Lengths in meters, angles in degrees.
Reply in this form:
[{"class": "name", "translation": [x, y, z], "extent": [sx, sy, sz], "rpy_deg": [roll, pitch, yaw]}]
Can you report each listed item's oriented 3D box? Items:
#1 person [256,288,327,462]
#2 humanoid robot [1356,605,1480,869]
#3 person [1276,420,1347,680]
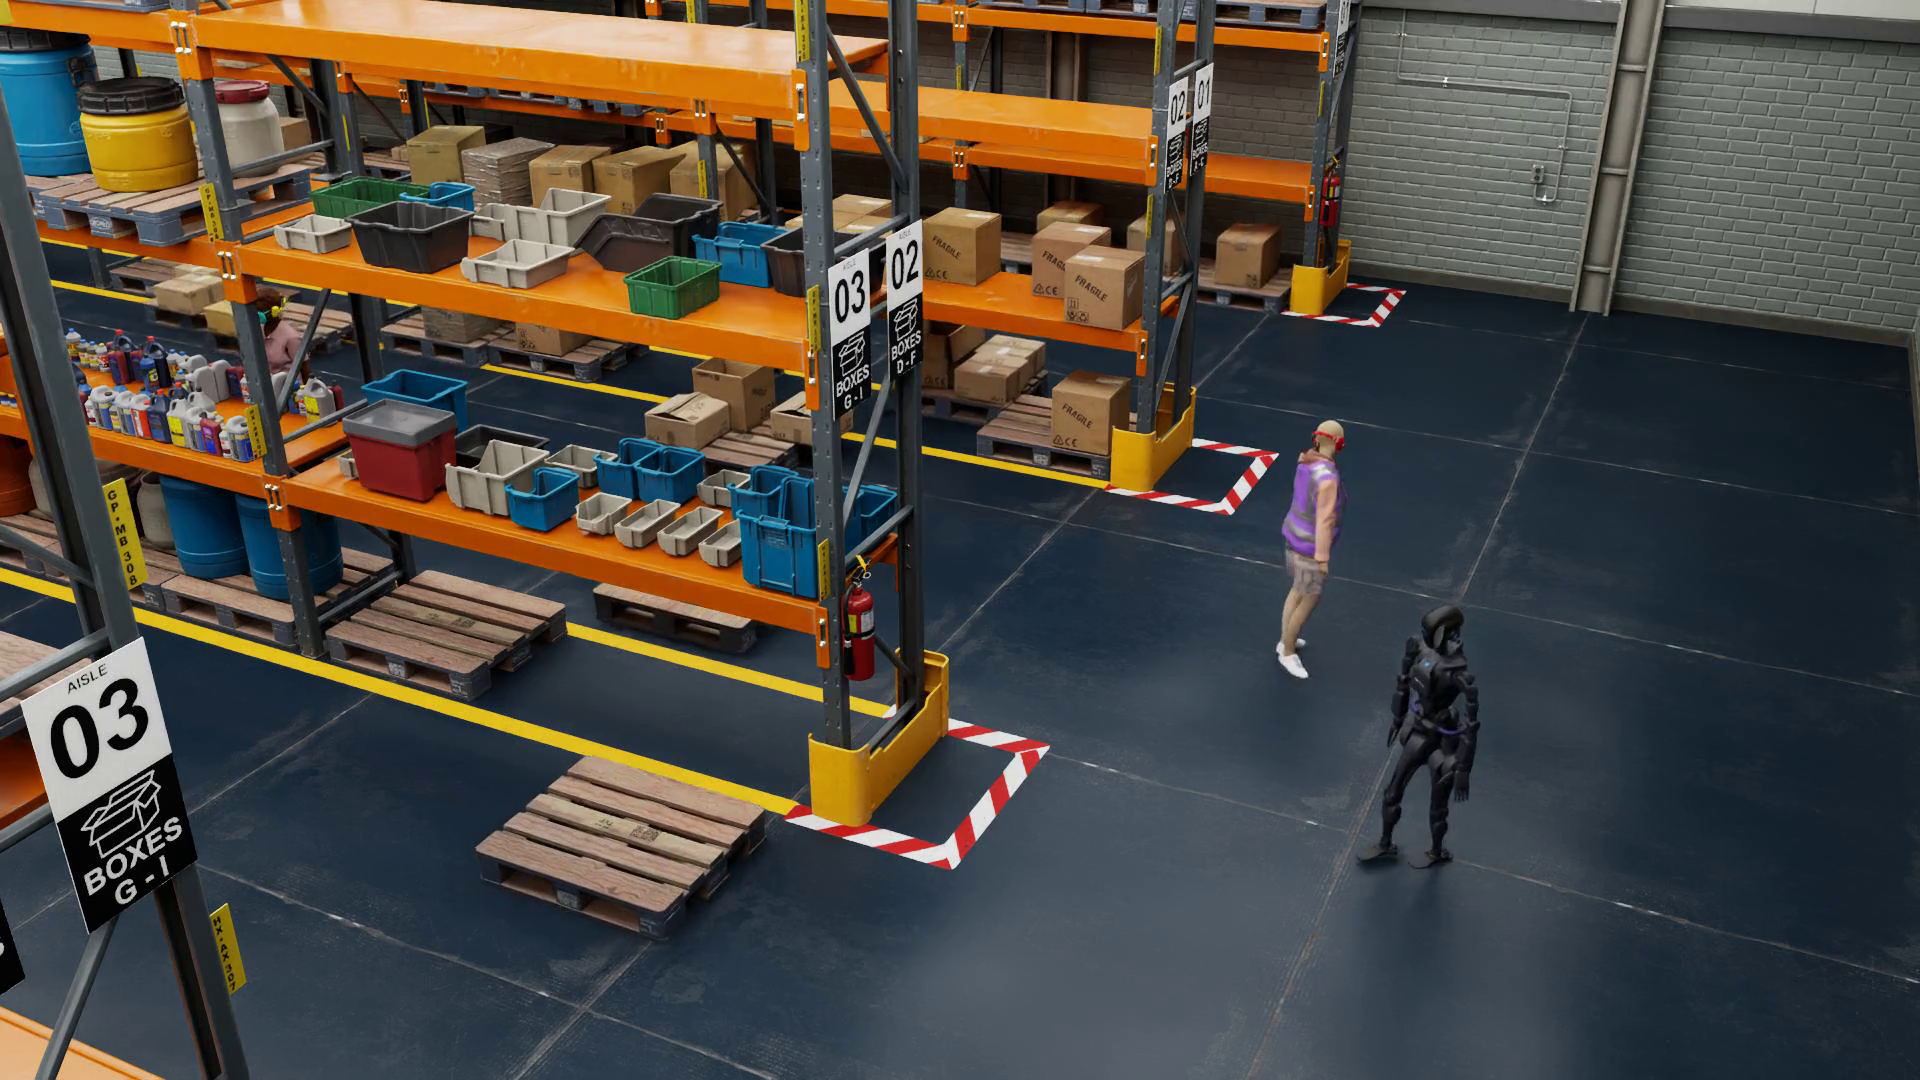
[{"class": "person", "translation": [-5.147, -1.054, 12.711], "extent": [0.540, 1.800, 0.328], "rpy_deg": [11, 28, 21]}, {"class": "humanoid robot", "translation": [2.438, 1.043, 8.617], "extent": [0.531, 1.641, 0.609], "rpy_deg": [-13, 29, -25]}, {"class": "person", "translation": [2.245, 0.044, 10.625], "extent": [0.364, 1.679, 0.561], "rpy_deg": [-3, 26, -6]}]
